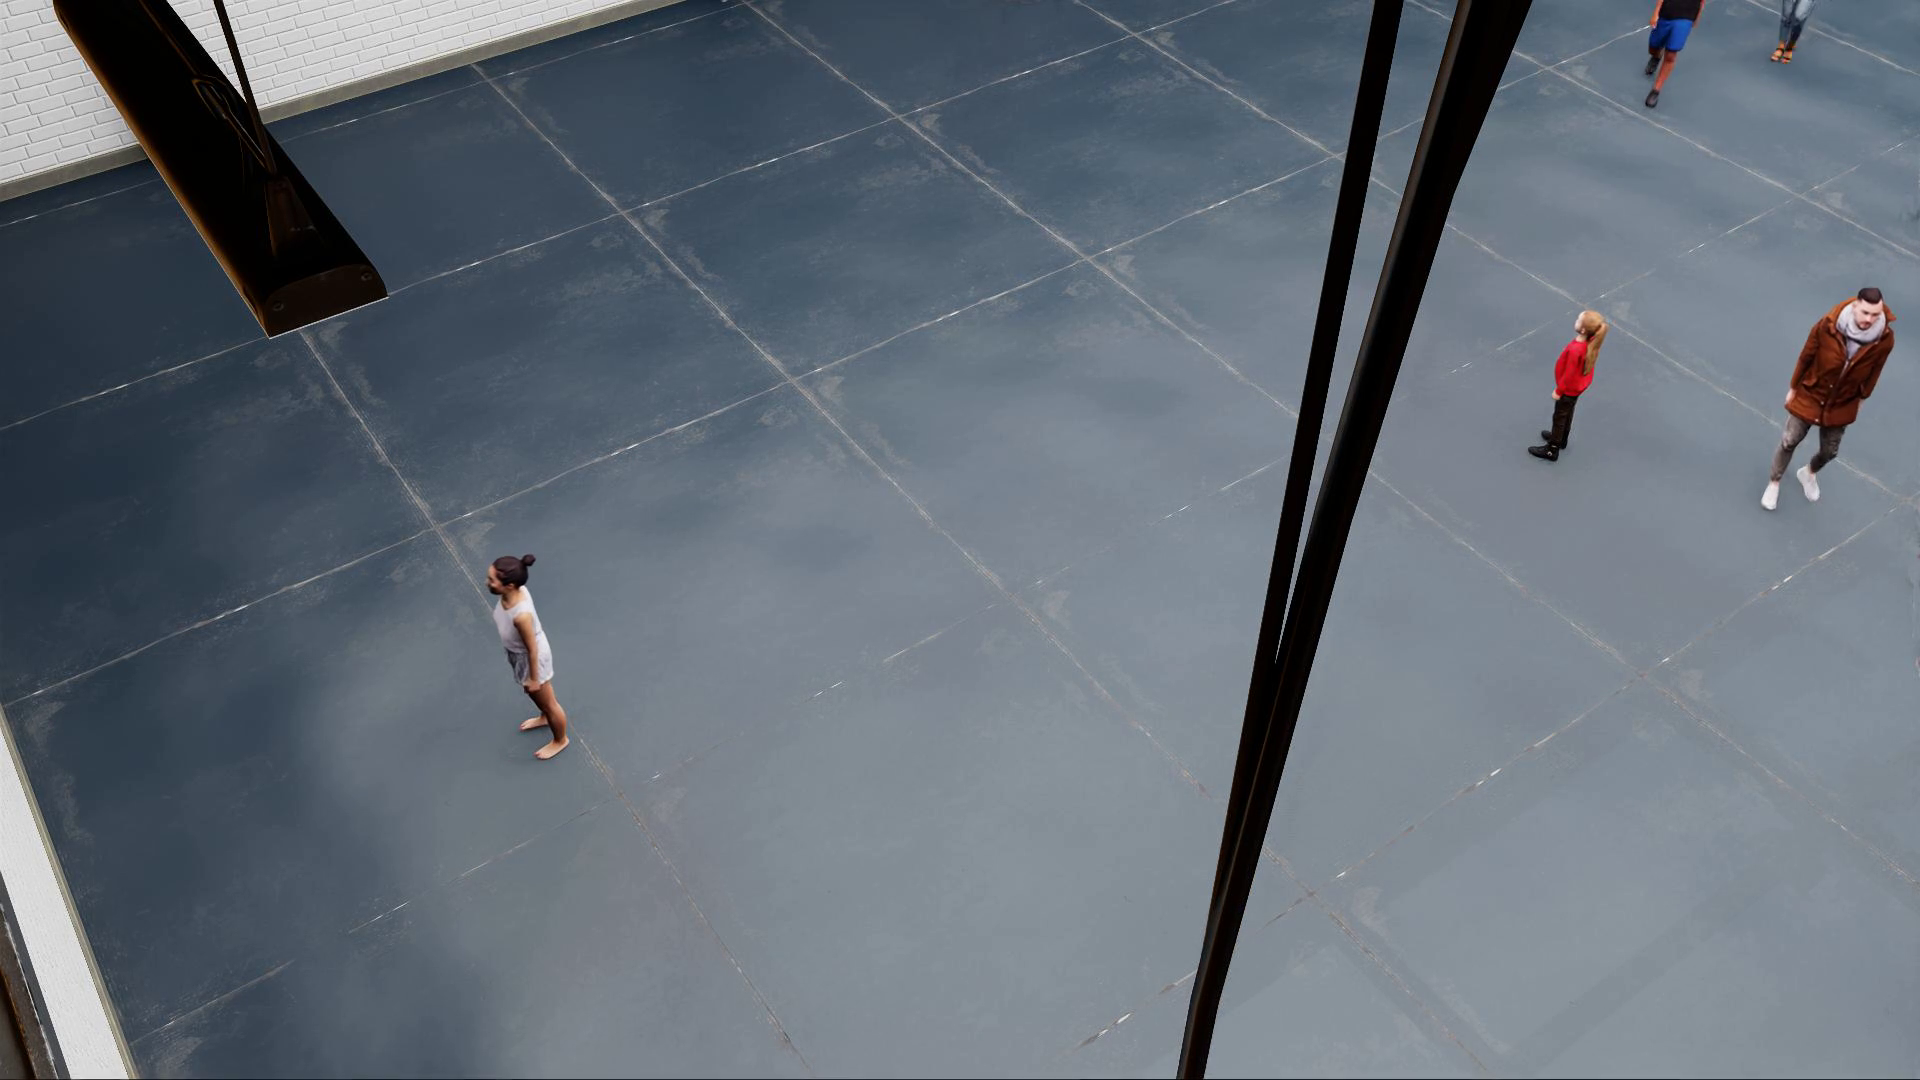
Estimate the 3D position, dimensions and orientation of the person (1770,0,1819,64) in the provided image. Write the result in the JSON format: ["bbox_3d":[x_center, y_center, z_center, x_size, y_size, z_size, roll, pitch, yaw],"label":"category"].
[{"bbox_3d":[8.488,-5.618,16.656,0.668,1.671,0.650,33,52,30],"label":"person"}]

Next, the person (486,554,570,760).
[{"bbox_3d":[-2.611,0.688,10.087,0.588,1.601,0.602,-19,47,-19],"label":"person"}]

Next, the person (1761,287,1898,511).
[{"bbox_3d":[6.101,-1.036,11.727,0.862,1.835,0.908,15,46,15],"label":"person"}]

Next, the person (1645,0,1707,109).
[{"bbox_3d":[6.930,-5.125,16.058,0.898,1.781,1.112,18,47,18],"label":"person"}]

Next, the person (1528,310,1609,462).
[{"bbox_3d":[4.496,-1.150,12.248,0.604,1.281,0.490,30,51,28],"label":"person"}]
